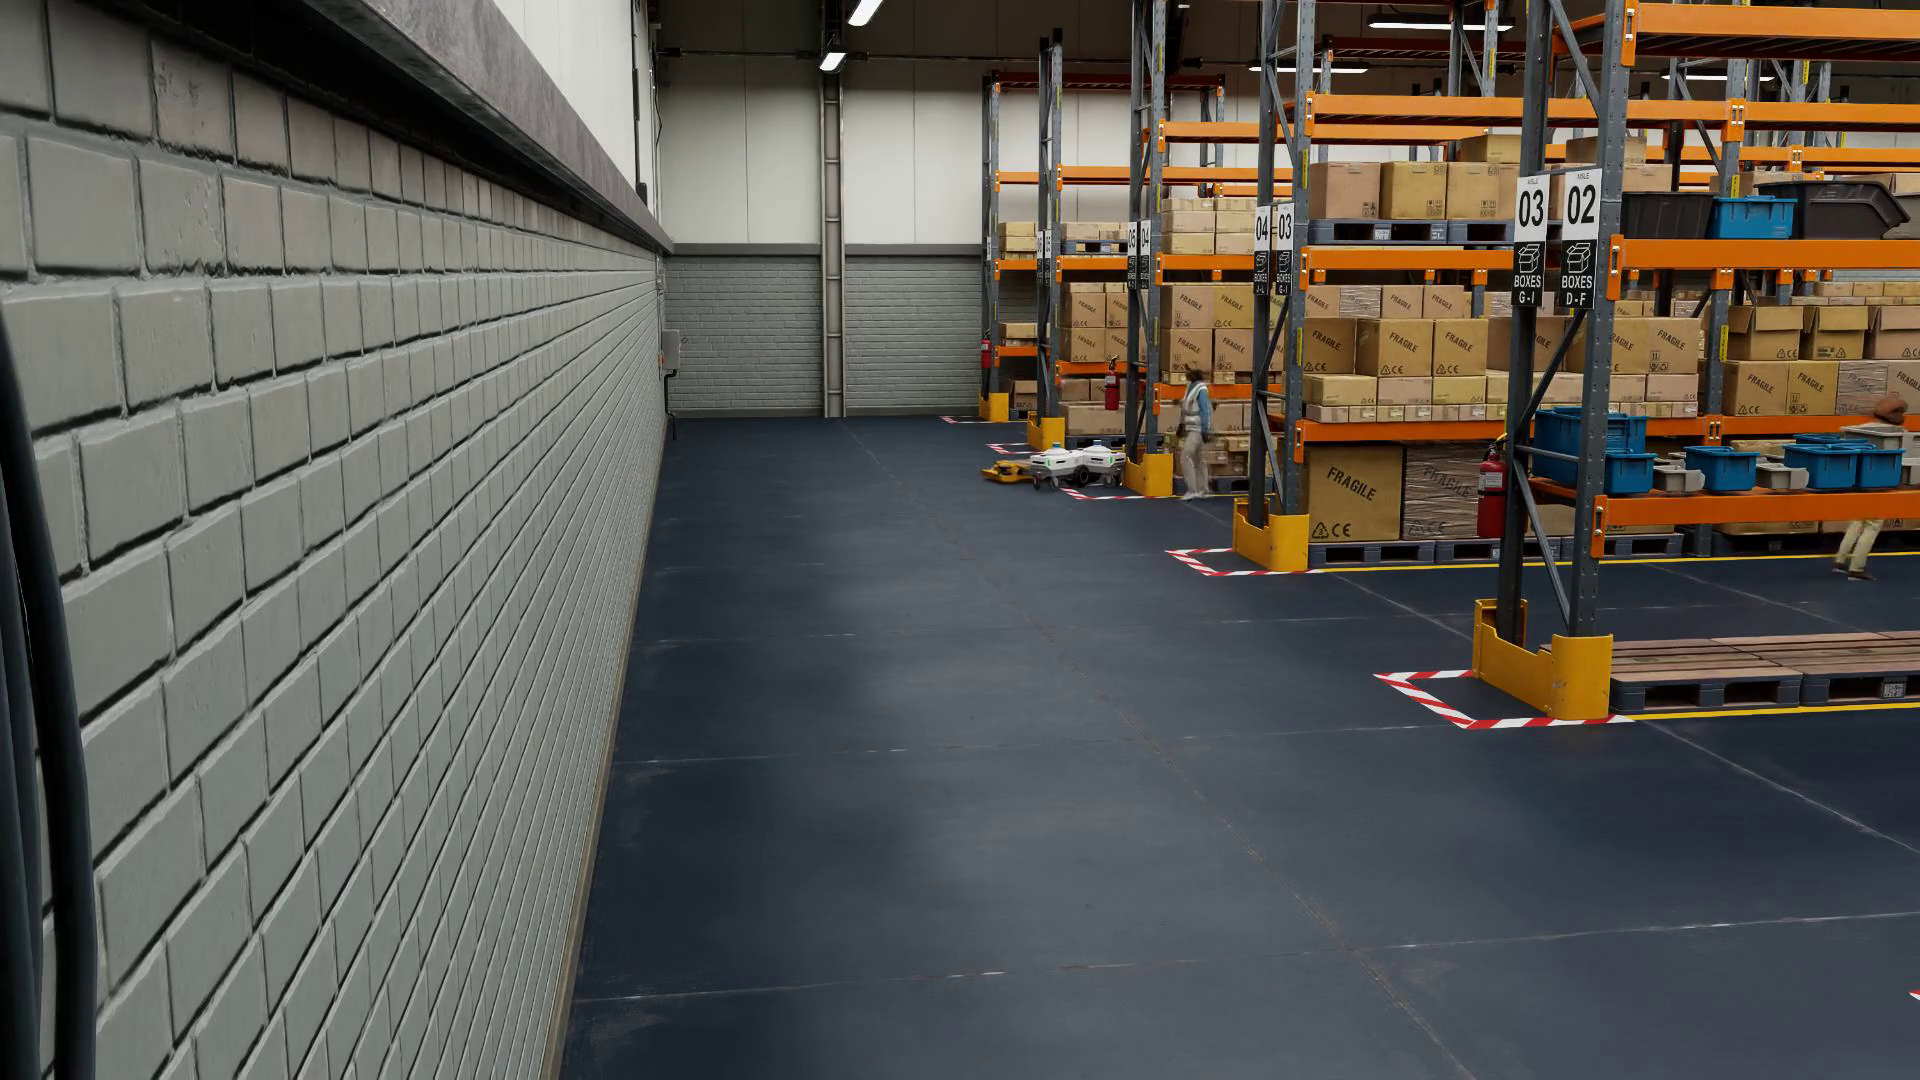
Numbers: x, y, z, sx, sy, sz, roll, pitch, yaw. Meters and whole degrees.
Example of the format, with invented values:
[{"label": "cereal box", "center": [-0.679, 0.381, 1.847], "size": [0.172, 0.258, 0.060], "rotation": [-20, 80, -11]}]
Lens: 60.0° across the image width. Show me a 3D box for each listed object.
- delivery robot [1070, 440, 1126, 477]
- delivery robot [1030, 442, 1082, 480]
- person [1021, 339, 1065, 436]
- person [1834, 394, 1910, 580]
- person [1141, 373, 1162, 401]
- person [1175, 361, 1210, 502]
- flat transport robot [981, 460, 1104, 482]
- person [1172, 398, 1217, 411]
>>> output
[{"label": "delivery robot", "center": [1.695, -0.990, 20.538], "size": [0.707, 0.478, 0.477], "rotation": [8, 12, 41]}, {"label": "delivery robot", "center": [1.172, -0.944, 20.253], "size": [0.477, 0.478, 0.707], "rotation": [8, 12, 41]}, {"label": "person", "center": [1.383, -2.337, 25.920], "size": [0.814, 1.599, 0.510], "rotation": [-1, 9, -7]}, {"label": "person", "center": [7.829, -0.444, 14.235], "size": [0.413, 1.606, 0.522], "rotation": [-3, 10, -20]}, {"label": "person", "center": [3.240, -2.793, 27.790], "size": [0.556, 1.900, 0.631], "rotation": [2, 9, 12]}, {"label": "person", "center": [2.650, -1.245, 19.125], "size": [0.563, 1.618, 0.514], "rotation": [-1, 9, -7]}, {"label": "flat transport robot", "center": [1.050, -0.907, 21.183], "size": [1.431, 0.197, 0.652], "rotation": [-4, 10, -22]}, {"label": "person", "center": [3.201, -1.974, 22.764], "size": [0.573, 1.886, 0.964], "rotation": [9, 13, 43]}]
